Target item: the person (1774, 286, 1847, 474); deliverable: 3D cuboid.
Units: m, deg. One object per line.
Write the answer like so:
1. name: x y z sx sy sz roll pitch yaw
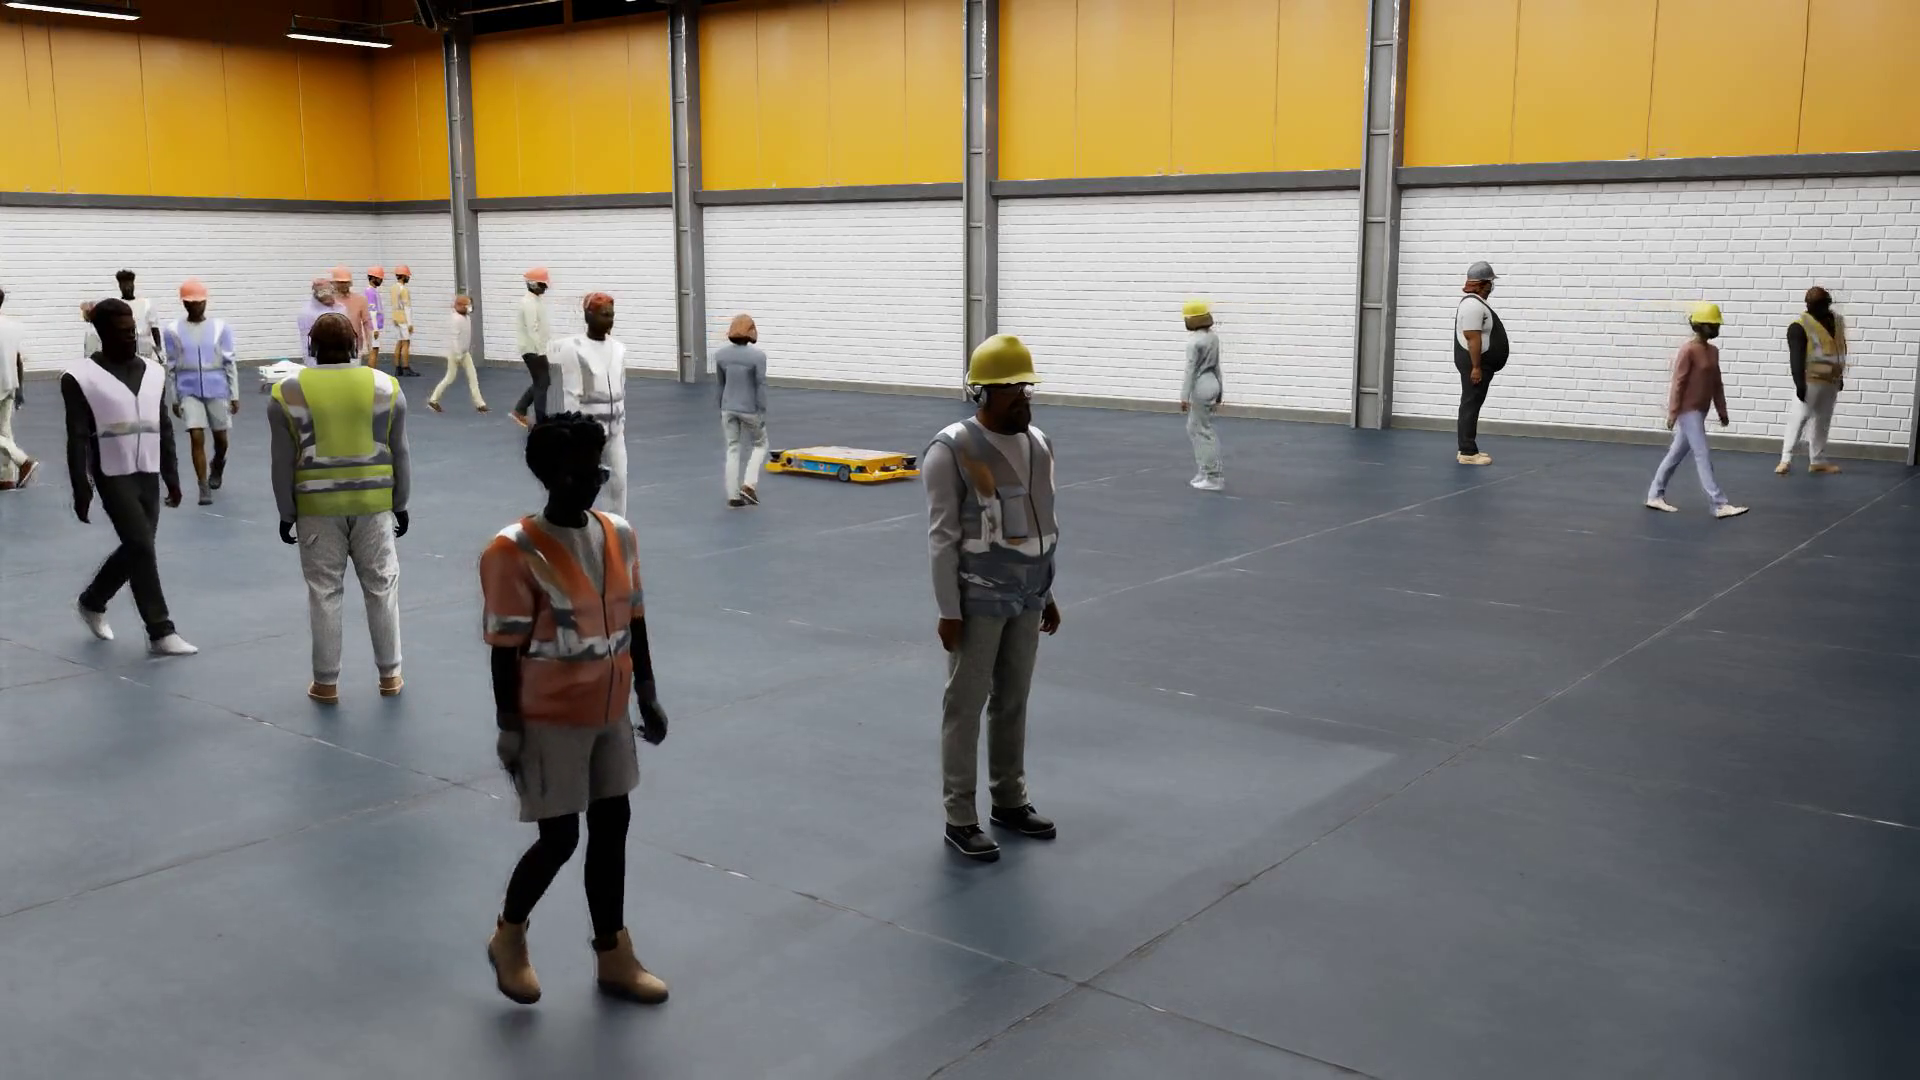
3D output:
1. person: 8.219 -1.516 15.931 0.696 1.808 0.432 -4 10 -20

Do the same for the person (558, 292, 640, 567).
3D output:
1. person: -2.510 -0.747 11.278 0.739 1.865 0.575 8 12 38

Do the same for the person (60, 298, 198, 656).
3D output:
1. person: -4.464 -0.339 8.835 0.887 1.887 0.599 4 10 21

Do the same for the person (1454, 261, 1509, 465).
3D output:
1. person: 5.267 -1.789 16.821 0.539 2.000 0.688 3 10 14

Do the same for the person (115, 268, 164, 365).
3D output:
1. person: -10.024 -2.313 20.152 0.610 1.943 0.850 -9 13 -41

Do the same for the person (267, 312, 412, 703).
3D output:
1. person: -2.912 -0.150 7.858 0.626 1.844 0.429 -5 11 -28

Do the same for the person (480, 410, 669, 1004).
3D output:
1. person: -1.058 0.481 4.629 0.422 1.691 0.541 6 11 31

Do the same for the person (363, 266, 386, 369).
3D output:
1. person: -9.285 -3.389 26.463 0.387 1.927 0.548 -3 10 -19

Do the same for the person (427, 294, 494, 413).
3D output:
1. person: -6.687 -2.471 22.115 0.857 1.583 0.545 2 10 10

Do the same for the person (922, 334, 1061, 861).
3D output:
1. person: 0.142 0.192 5.889 0.403 1.835 0.588 9 14 44

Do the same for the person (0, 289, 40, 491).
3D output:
1. person: -8.470 -1.334 14.705 0.514 1.856 0.553 2 10 9

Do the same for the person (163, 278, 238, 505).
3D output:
1. person: -6.478 -1.280 14.236 0.549 1.918 0.744 -4 11 -24

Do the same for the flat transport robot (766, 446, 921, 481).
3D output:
1. flat transport robot: -1.123 -0.737 15.838 1.431 0.197 0.652 8 13 39

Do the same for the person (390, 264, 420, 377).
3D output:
1. person: -9.609 -3.788 28.764 0.378 1.933 0.551 -9 13 -43

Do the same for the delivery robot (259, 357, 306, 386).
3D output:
1. delivery robot: -10.232 -2.539 25.234 0.707 0.478 0.477 -7 12 -35

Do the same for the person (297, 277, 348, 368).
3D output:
1. person: -6.984 -1.962 18.339 0.483 1.867 0.670 6 12 33

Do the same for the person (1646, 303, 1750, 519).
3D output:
1. person: 5.958 -1.038 13.367 0.545 1.711 0.897 -8 13 -40

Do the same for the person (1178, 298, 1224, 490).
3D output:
1. person: 2.137 -1.305 14.910 0.521 1.713 0.514 7 12 34

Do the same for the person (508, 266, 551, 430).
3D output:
1. person: -5.010 -2.207 19.453 0.728 1.975 0.677 -1 10 -7

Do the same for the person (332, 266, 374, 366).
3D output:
1. person: -7.623 -2.422 20.746 0.611 1.962 0.768 -7 12 -34

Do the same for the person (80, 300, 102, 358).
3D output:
1. person: -9.078 -1.723 17.624 0.403 1.623 0.537 -1 10 -8

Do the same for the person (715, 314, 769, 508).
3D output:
1. person: -1.805 -1.066 13.838 0.509 1.620 0.364 4 10 20
